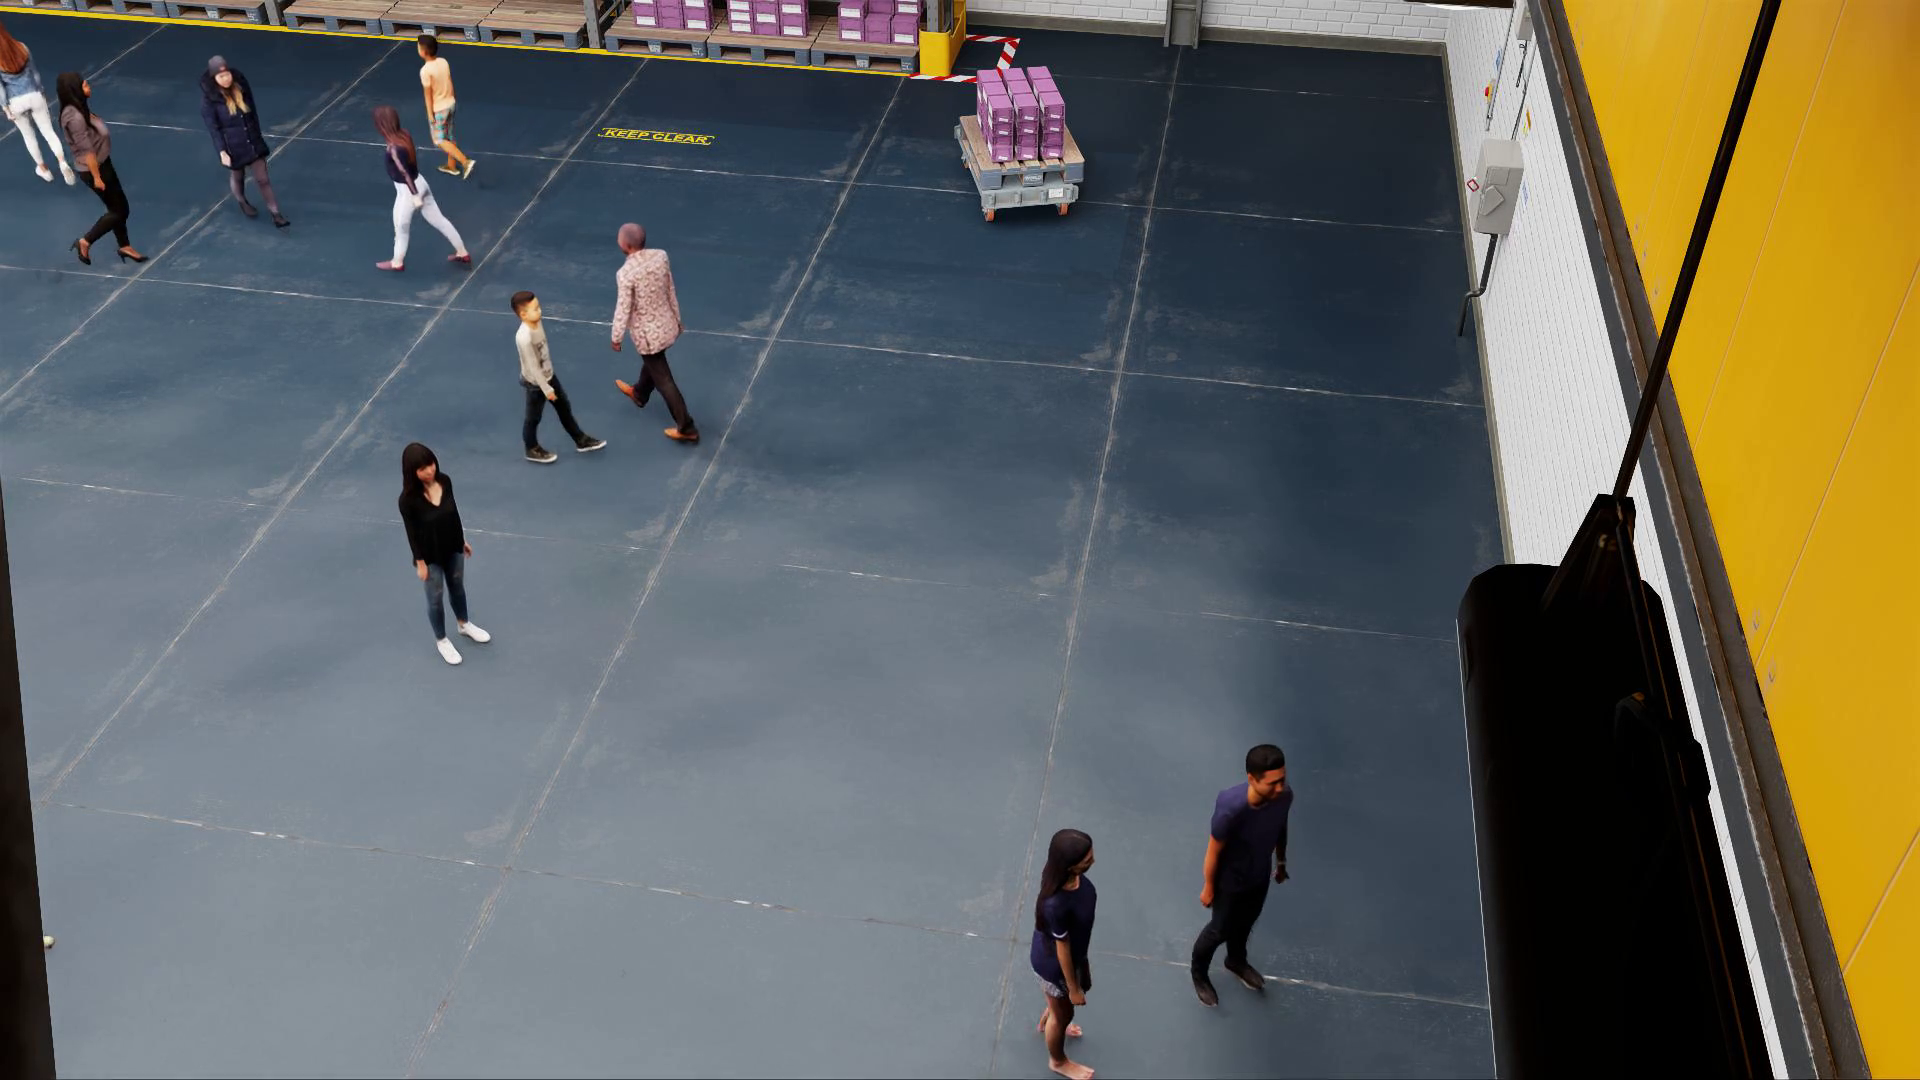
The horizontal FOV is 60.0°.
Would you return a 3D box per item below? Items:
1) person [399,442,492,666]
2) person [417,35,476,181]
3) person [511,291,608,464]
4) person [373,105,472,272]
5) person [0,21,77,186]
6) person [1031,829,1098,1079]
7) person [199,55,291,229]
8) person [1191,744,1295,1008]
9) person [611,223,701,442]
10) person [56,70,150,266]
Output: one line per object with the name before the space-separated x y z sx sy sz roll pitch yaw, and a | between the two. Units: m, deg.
person | -3.386 0.050 10.778 0.658 1.646 0.647 25 45 28
person | -5.019 -4.210 16.270 0.856 1.451 0.656 17 42 20
person | -3.227 -1.201 12.510 0.828 1.441 0.562 5 39 6
person | -4.805 -3.070 14.757 1.108 1.557 0.732 0 39 0
person | -8.994 -4.206 16.075 0.954 1.688 1.069 -31 48 -33
person | 0.448 2.037 8.194 0.598 1.766 0.609 9 40 11
person | -6.764 -3.709 15.503 1.164 1.625 1.021 31 48 33
person | 1.440 1.684 8.616 0.732 1.791 0.809 -20 43 -24
person | -2.279 -1.542 12.681 1.277 1.761 0.979 20 43 23
person | -7.745 -3.218 14.730 1.008 1.822 0.921 -14 41 -17
